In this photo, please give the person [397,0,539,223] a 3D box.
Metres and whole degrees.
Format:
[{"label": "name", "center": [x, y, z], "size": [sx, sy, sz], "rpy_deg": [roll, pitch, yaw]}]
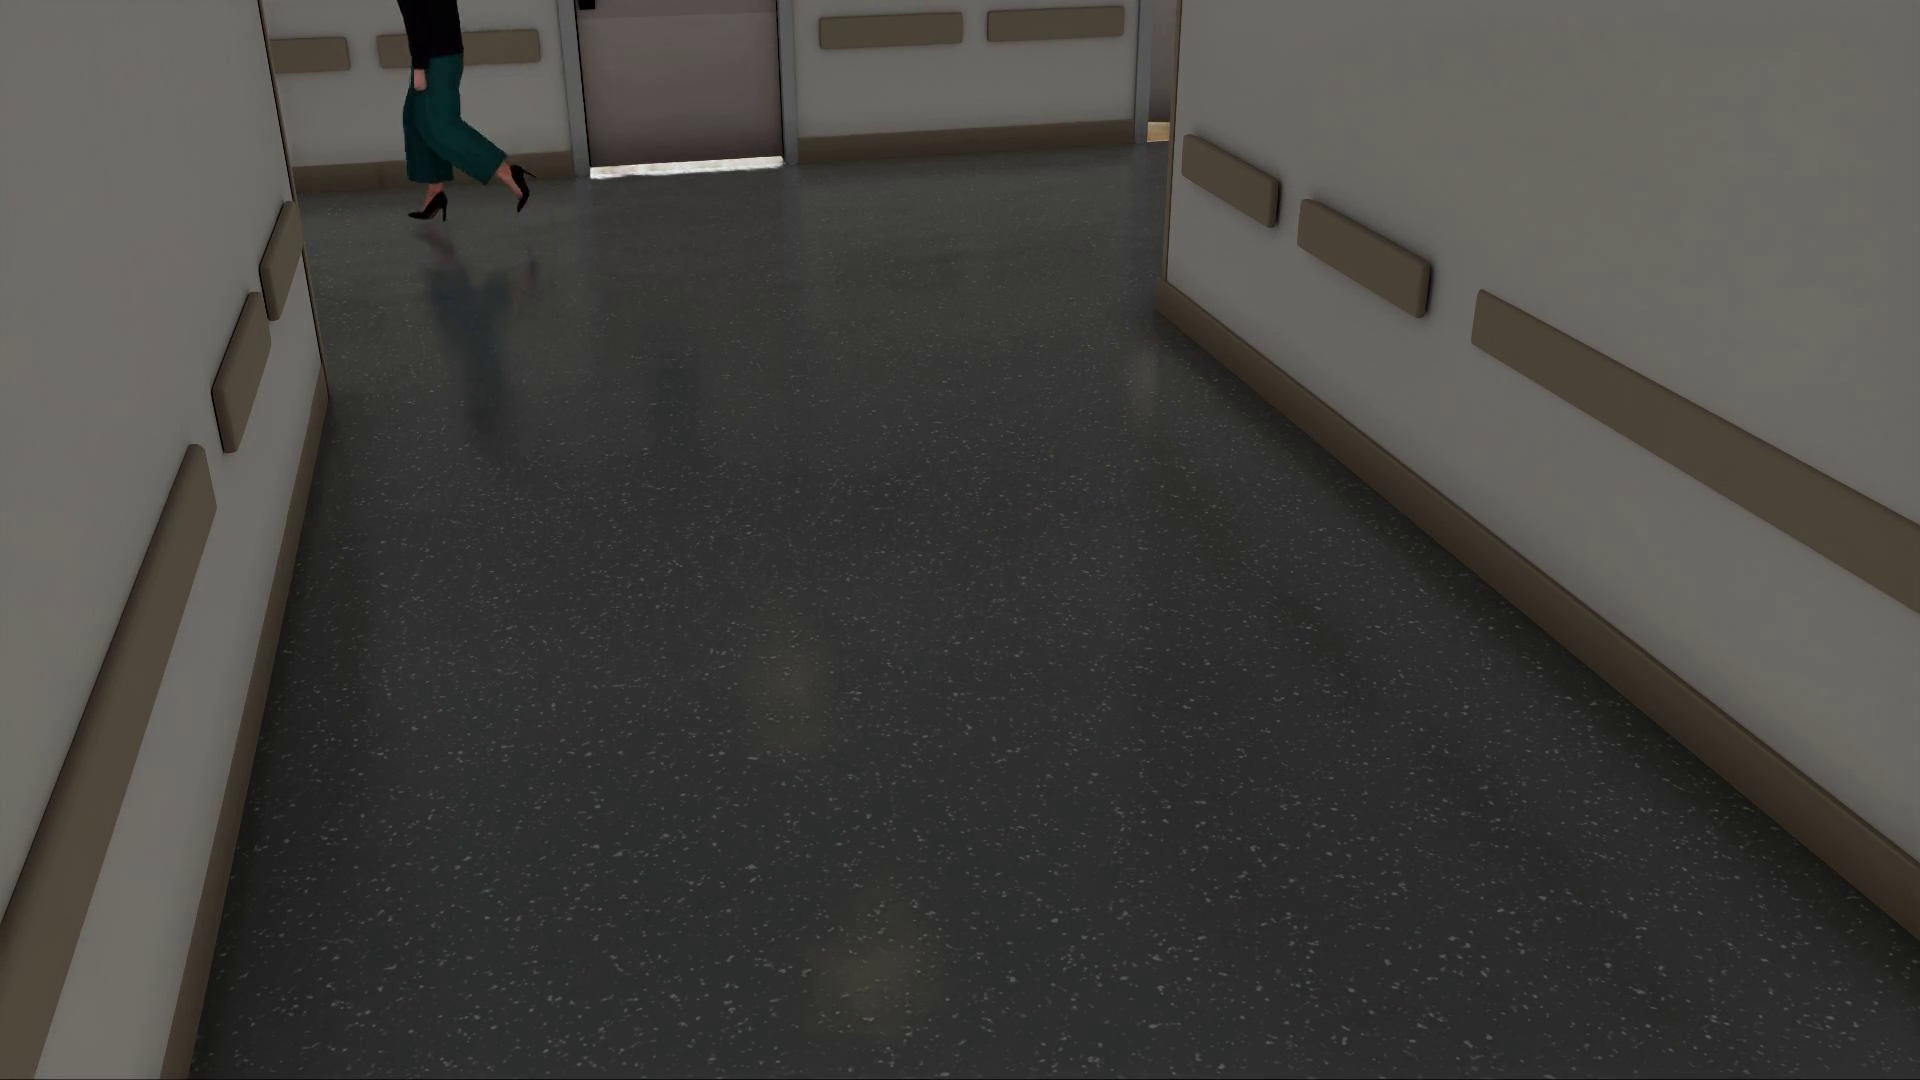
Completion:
[{"label": "person", "center": [-2.744, -2.531, 8.989], "size": [1.097, 1.714, 0.827], "rpy_deg": [2, 26, 4]}]
